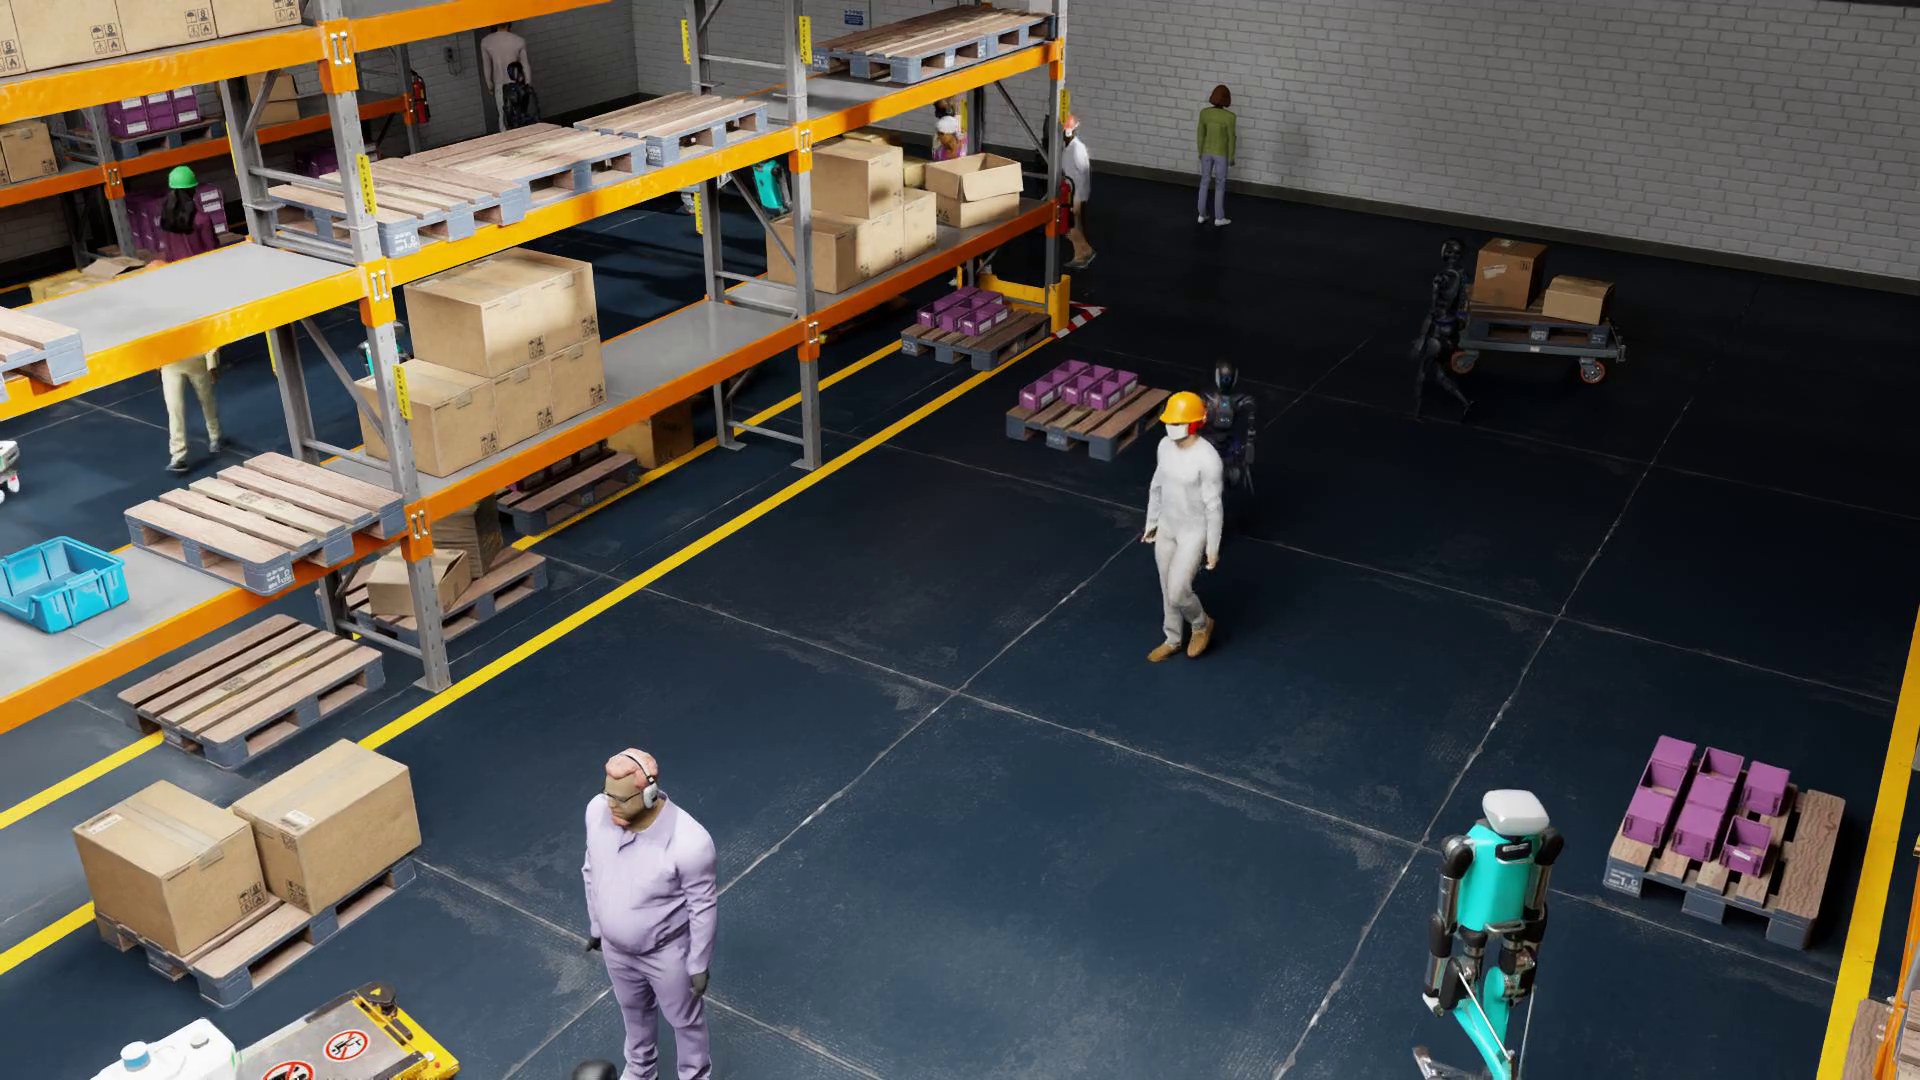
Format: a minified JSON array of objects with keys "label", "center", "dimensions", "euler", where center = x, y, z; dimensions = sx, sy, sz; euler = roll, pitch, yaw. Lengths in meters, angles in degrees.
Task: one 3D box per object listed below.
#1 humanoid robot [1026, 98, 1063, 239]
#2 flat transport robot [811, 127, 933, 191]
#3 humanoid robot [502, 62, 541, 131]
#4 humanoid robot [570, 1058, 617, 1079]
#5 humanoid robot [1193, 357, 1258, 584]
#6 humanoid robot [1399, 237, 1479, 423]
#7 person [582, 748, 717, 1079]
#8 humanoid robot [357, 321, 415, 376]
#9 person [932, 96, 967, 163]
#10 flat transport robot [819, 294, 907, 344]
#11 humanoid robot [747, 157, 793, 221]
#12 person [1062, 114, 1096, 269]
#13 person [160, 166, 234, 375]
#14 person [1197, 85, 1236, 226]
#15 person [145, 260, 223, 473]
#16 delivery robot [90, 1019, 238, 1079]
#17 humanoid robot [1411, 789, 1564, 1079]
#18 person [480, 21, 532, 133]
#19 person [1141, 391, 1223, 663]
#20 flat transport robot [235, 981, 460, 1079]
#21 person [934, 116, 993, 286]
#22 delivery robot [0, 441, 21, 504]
[{"label":"humanoid robot","center":[1.004,-4.293,19.122],"dimensions":[0.449,1.639,0.600],"euler":[-9,28,-17]},{"label":"flat transport robot","center":[-1.036,-3.988,20.056],"dimensions":[1.431,0.231,0.659],"euler":[22,34,36]},{"label":"humanoid robot","center":[-5.417,-5.107,20.704],"dimensions":[0.587,1.654,0.359],"euler":[11,29,21]},{"label":"humanoid robot","center":[-1.198,2.473,5.779],"dimensions":[0.608,1.635,0.587],"euler":[1,27,2]},{"label":"humanoid robot","center":[1.781,-0.536,11.760],"dimensions":[0.596,1.648,0.668],"euler":[-2,27,-4]},{"label":"humanoid robot","center":[4.134,-1.743,14.097],"dimensions":[0.622,1.643,0.599],"euler":[21,34,35]},{"label":"person","center":[-1.326,1.704,7.033],"dimensions":[0.636,1.910,0.407],"euler":[14,30,25]},{"label":"humanoid robot","center":[-3.884,-0.860,12.123],"dimensions":[0.533,1.677,0.735],"euler":[19,32,33]},{"label":"person","center":[-0.023,-4.074,18.519],"dimensions":[0.594,1.816,0.646],"euler":[-12,29,-22]},{"label":"flat transport robot","center":[-1.196,-2.314,16.757],"dimensions":[0.659,0.231,1.431],"euler":[16,31,28]},{"label":"humanoid robot","center":[-1.667,-3.186,16.874],"dimensions":[0.868,1.762,0.556],"euler":[-23,35,-37]},{"label":"person","center":[1.211,-3.757,17.998],"dimensions":[0.478,1.715,0.572],"euler":[-4,27,-7]},{"label":"person","center":[-6.939,-2.436,15.170],"dimensions":[0.506,1.930,0.453],"euler":[9,28,18]},{"label":"person","center":[3.021,-4.542,19.637],"dimensions":[0.500,1.632,0.280],"euler":[20,33,34]},{"label":"person","center":[-6.262,-1.406,13.370],"dimensions":[0.584,1.704,0.889],"euler":[-3,27,-5]},{"label":"delivery robot","center":[-3.487,2.420,7.118],"dimensions":[0.499,0.598,0.791],"euler":[21,34,36]},{"label":"humanoid robot","center":[2.249,1.905,6.852],"dimensions":[0.560,1.746,1.045],"euler":[-7,28,-14]},{"label":"person","center":[-6.088,-6.153,22.480],"dimensions":[0.634,1.936,0.352],"euler":[-2,27,-5]},{"label":"person","center":[1.391,-0.050,10.511],"dimensions":[0.429,1.883,0.601],"euler":[-19,33,-33]},{"label":"flat transport robot","center":[-3.002,2.494,7.284],"dimensions":[0.659,0.231,1.431],"euler":[23,35,37]},{"label":"person","center":[0.010,-3.570,17.524],"dimensions":[0.567,1.815,0.600],"euler":[16,31,29]},{"label":"delivery robot","center":[-7.767,-0.568,12.992],"dimensions":[0.753,0.587,0.520],"euler":[-1,27,-2]}]
